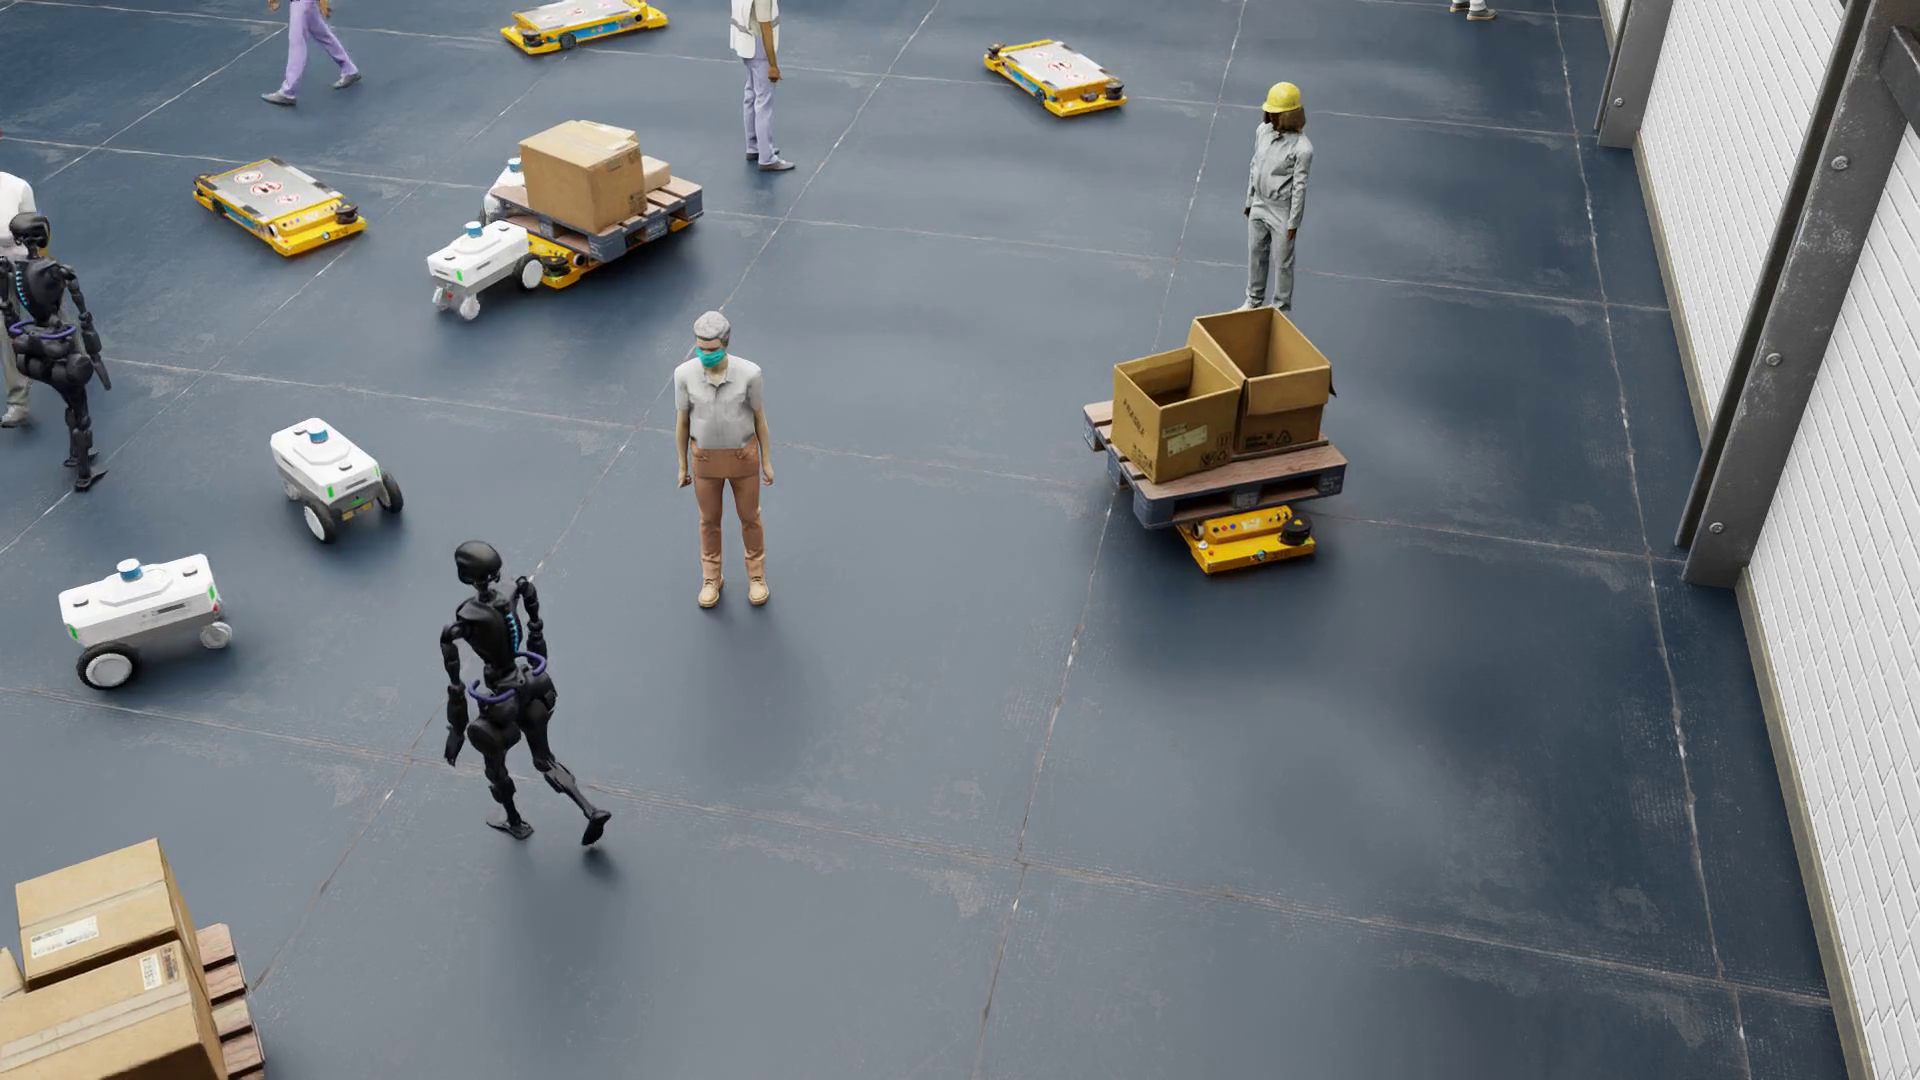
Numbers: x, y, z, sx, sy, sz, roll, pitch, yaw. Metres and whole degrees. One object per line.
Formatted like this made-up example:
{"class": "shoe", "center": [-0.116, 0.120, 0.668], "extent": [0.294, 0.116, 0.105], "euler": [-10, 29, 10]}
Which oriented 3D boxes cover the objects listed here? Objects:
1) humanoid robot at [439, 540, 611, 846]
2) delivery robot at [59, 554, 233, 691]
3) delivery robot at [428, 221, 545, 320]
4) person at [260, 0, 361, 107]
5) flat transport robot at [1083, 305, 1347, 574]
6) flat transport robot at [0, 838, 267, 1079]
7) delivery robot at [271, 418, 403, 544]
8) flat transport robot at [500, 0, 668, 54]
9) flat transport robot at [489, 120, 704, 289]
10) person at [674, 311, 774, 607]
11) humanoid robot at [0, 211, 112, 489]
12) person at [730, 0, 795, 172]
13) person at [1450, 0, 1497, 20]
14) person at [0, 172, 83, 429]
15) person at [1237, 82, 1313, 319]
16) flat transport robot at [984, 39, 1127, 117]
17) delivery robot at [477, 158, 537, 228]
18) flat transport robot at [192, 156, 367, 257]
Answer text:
{"class": "humanoid robot", "center": [-1.894, 0.715, 7.106], "extent": [0.647, 1.637, 0.590], "euler": [20, 41, 24]}
{"class": "delivery robot", "center": [-4.182, 0.377, 8.491], "extent": [0.812, 0.614, 0.499], "euler": [-18, 40, -23]}
{"class": "delivery robot", "center": [-3.317, -1.934, 11.549], "extent": [0.499, 0.572, 0.747], "euler": [20, 41, 25]}
{"class": "person", "center": [-5.660, -4.626, 14.142], "extent": [0.575, 1.789, 0.967], "euler": [30, 46, 33]}
{"class": "flat transport robot", "center": [1.454, -0.339, 9.673], "extent": [0.659, 0.231, 1.431], "euler": [-10, 38, -14]}
{"class": "flat transport robot", "center": [-3.212, 2.226, 6.240], "extent": [0.659, 0.231, 1.431], "euler": [-18, 40, -22]}
{"class": "delivery robot", "center": [-3.591, -0.372, 9.494], "extent": [0.815, 0.614, 0.499], "euler": [31, 46, 34]}
{"class": "flat transport robot", "center": [-3.577, -4.935, 15.822], "extent": [1.431, 0.231, 0.659], "euler": [-24, 43, -28]}
{"class": "flat transport robot", "center": [-2.660, -2.281, 12.271], "extent": [0.659, 0.231, 1.431], "euler": [24, 43, 29]}
{"class": "person", "center": [-1.206, -0.410, 8.534], "extent": [0.491, 1.743, 0.300], "euler": [-2, 37, -3]}
{"class": "humanoid robot", "center": [-5.178, -1.071, 9.482], "extent": [0.612, 1.631, 0.442], "euler": [8, 37, 10]}
{"class": "person", "center": [-1.582, -3.799, 12.985], "extent": [0.378, 1.844, 0.565], "euler": [-16, 40, -21]}
{"class": "person", "center": [5.012, -5.919, 15.791], "extent": [0.343, 1.882, 0.586], "euler": [-15, 39, -19]}
{"class": "person", "center": [-5.757, -1.578, 10.054], "extent": [0.568, 1.793, 0.959], "euler": [-4, 37, -5]}
{"class": "person", "center": [2.039, -2.156, 10.878], "extent": [0.314, 1.736, 0.485], "euler": [-23, 42, -27]}
{"class": "flat transport robot", "center": [0.831, -4.119, 14.731], "extent": [0.659, 0.231, 1.431], "euler": [-17, 40, -22]}
{"class": "delivery robot", "center": [-3.269, -2.524, 12.373], "extent": [0.499, 0.614, 0.812], "euler": [4, 37, 5]}
{"class": "flat transport robot", "center": [-5.192, -2.553, 12.635], "extent": [1.431, 0.231, 0.659], "euler": [29, 46, 33]}
